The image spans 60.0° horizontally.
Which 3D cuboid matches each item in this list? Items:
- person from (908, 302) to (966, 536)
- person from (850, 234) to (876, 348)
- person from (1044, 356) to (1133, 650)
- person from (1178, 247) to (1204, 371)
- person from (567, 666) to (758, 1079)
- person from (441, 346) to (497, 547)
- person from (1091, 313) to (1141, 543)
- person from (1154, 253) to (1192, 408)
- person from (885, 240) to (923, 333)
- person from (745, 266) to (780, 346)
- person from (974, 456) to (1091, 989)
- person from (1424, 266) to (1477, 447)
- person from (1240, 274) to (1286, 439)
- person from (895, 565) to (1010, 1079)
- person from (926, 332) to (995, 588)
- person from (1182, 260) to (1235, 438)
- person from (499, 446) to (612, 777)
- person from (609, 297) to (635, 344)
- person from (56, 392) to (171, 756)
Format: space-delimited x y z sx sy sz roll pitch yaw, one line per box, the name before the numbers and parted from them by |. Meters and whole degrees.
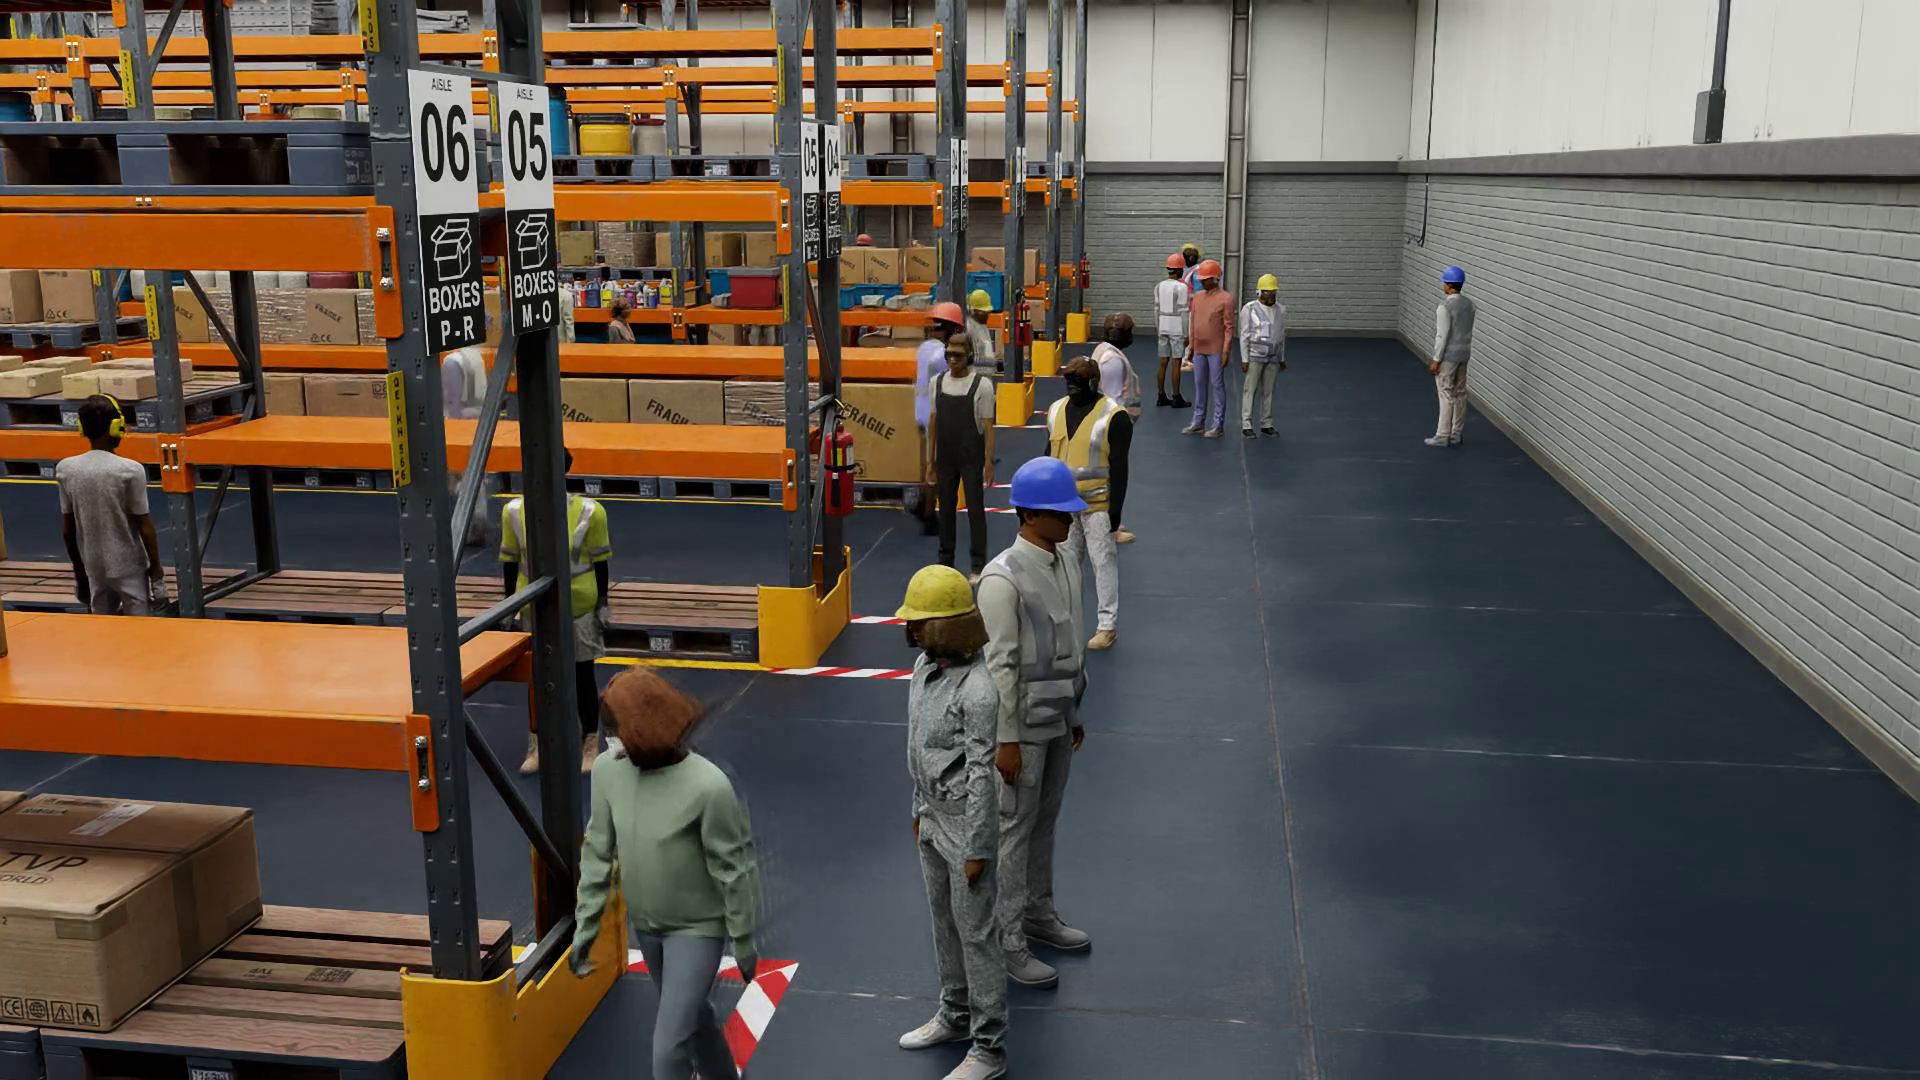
person | -0.167 -0.987 13.641 0.489 1.898 0.668 -5 14 -23
person | -1.528 -3.847 26.390 0.613 1.983 0.431 2 13 11
person | 0.773 -0.235 10.415 0.628 1.836 0.430 10 16 39
person | 3.430 -3.452 24.912 0.429 1.843 0.630 -2 13 -11
person | -0.876 1.148 4.701 0.513 1.594 0.779 9 15 34
person | -3.906 -0.867 13.034 0.444 1.930 0.642 1 13 3
person | 1.242 -0.910 13.442 0.430 1.840 0.626 -1 13 -4
person | 2.702 -2.641 21.028 0.361 1.940 0.543 -10 16 -38
person | -0.873 -4.062 27.661 1.013 1.855 0.671 6 14 26
person | -2.798 -3.048 23.545 0.520 1.640 0.307 -4 13 -19
person | 0.279 0.653 6.135 0.384 1.949 0.603 7 14 27
person | 5.324 -1.984 18.040 0.602 1.949 0.387 -11 16 -40
person | 3.398 -2.050 18.598 0.586 1.835 0.403 -5 14 -23
person | -0.043 0.924 5.405 0.342 1.737 0.487 -6 14 -26
person | 0.002 -0.572 11.904 0.508 1.845 0.338 6 14 24
person | 2.793 -2.145 18.683 0.393 1.985 0.611 -10 16 -39
person | -1.973 0.334 8.151 0.540 1.693 0.317 0 12 -2
person | -3.564 -1.787 17.886 0.477 1.629 0.535 0 12 -1
person | -4.261 0.185 8.444 0.508 1.865 0.328 2 13 8
